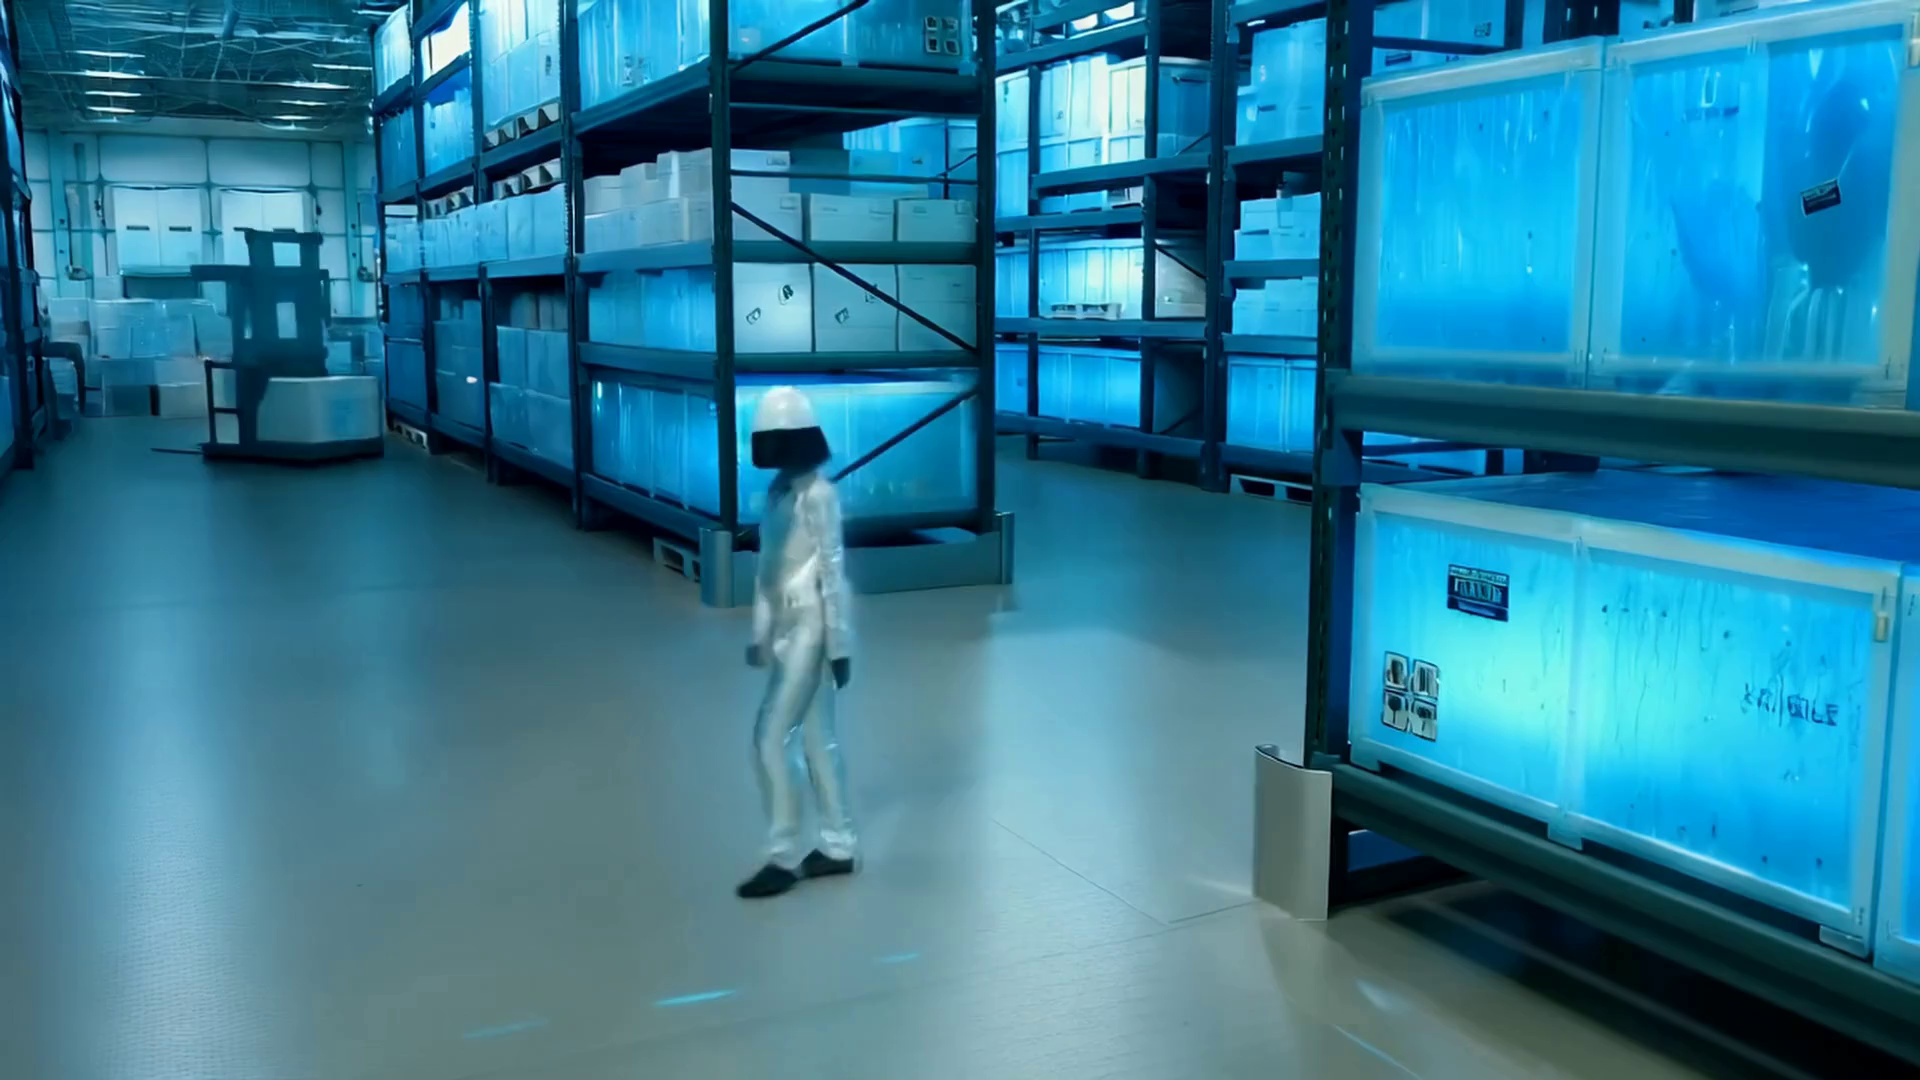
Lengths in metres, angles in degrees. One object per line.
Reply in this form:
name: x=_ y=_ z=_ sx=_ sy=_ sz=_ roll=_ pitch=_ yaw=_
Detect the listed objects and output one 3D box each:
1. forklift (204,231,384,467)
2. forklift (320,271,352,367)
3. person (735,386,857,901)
forklift: x=-8.146 y=-2.345 z=20.258 sx=1.873 sy=2.768 sz=1.129 roll=3 pitch=9 yaw=23
forklift: x=-18.442 y=-6.309 z=47.594 sx=1.873 sy=2.768 sz=1.129 roll=6 pitch=10 yaw=36
person: x=-0.616 y=0.347 z=5.631 sx=0.624 sy=1.721 sz=0.516 roll=-4 pitch=9 yaw=-27
